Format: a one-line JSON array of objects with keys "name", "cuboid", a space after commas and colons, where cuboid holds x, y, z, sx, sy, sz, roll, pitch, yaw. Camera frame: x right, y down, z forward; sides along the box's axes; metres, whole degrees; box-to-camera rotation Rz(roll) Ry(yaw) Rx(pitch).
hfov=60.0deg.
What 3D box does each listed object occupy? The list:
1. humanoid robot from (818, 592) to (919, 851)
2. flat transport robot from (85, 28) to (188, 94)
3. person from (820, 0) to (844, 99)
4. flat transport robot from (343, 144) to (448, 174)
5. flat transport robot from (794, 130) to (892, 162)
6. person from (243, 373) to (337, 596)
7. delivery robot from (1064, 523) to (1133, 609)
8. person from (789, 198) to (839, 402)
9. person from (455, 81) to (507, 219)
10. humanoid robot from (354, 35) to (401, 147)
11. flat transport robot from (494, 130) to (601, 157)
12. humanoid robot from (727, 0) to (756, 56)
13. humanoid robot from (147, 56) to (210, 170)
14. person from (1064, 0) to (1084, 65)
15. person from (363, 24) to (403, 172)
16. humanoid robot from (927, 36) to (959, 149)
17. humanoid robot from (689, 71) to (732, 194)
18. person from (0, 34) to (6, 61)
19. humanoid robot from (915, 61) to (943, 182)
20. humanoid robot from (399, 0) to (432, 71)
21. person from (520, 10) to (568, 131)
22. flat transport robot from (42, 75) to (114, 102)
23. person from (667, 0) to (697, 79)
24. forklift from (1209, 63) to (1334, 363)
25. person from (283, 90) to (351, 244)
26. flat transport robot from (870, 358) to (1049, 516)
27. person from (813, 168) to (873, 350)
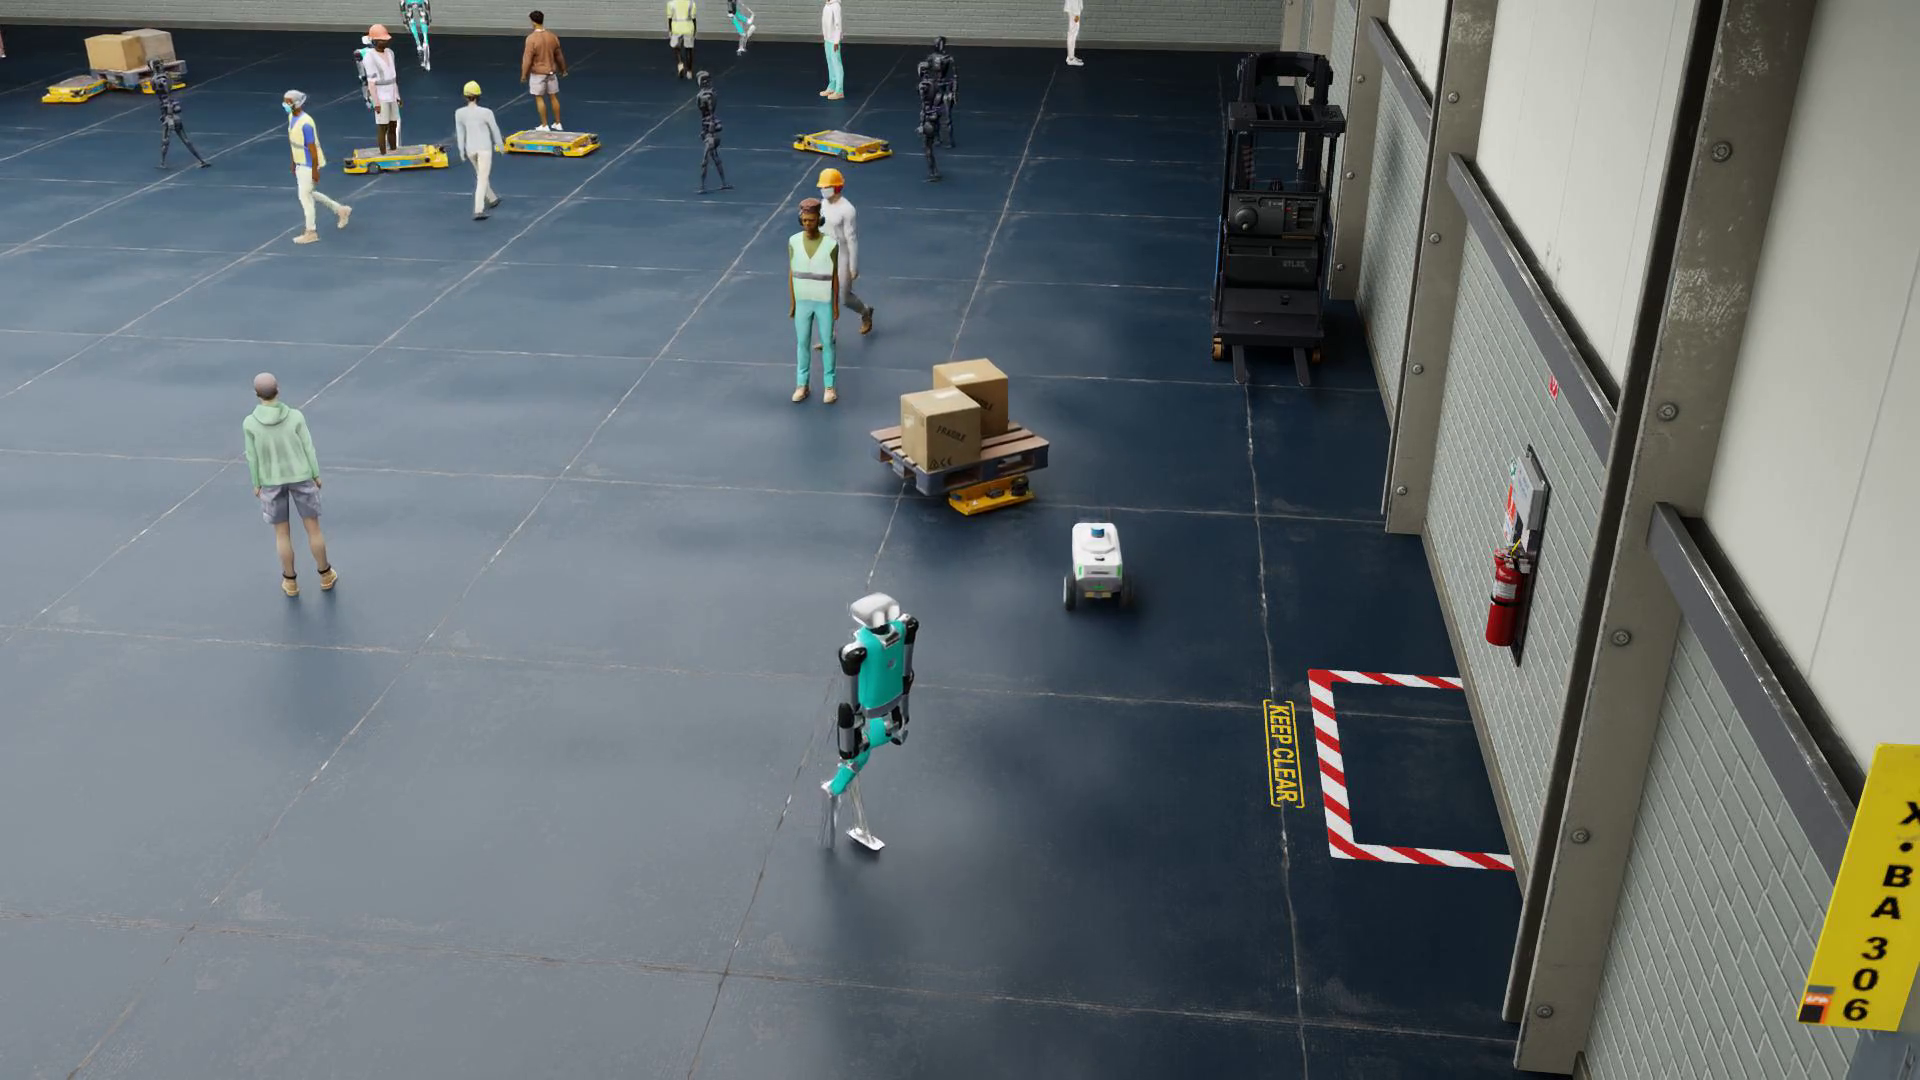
[{"name": "humanoid robot", "cuboid": [-0.613, 1.090, 9.456, 0.733, 1.897, 0.539, 22, 34, 37]}, {"name": "flat transport robot", "cuboid": [-14.379, -8.023, 29.156, 1.431, 0.231, 0.659, 12, 29, 23]}, {"name": "person", "cuboid": [-2.165, -8.481, 28.232, 0.382, 1.917, 0.487, -14, 30, -26]}, {"name": "flat transport robot", "cuboid": [-8.212, -5.544, 24.207, 1.431, 0.231, 0.659, -8, 28, -16]}, {"name": "flat transport robot", "cuboid": [-1.761, -5.917, 24.950, 1.431, 0.231, 0.659, 21, 33, 35]}, {"name": "person", "cuboid": [-4.979, -0.406, 12.305, 0.472, 1.742, 0.341, -10, 28, -19]}, {"name": "delivery robot", "cuboid": [1.027, 0.164, 12.483, 0.499, 0.587, 0.782, 0, 27, 1]}, {"name": "person", "cuboid": [-1.385, -2.277, 15.784, 0.507, 1.979, 0.386, 3, 27, 6]}, {"name": "person", "cuboid": [-6.258, -5.096, 21.690, 0.536, 1.712, 0.930, 6, 27, 13]}, {"name": "humanoid robot", "cuboid": [-8.553, -6.621, 24.643, 0.545, 1.751, 0.684, -3, 27, -6]}, {"name": "flat transport robot", "cuboid": [-6.220, -5.983, 25.082, 1.431, 0.231, 0.659, 6, 27, 12]}, {"name": "humanoid robot", "cuboid": [-4.174, -10.089, 31.750, 0.728, 1.878, 0.542, -1, 27, -2]}, {"name": "humanoid robot", "cuboid": [-11.308, -6.099, 23.801, 0.786, 1.629, 0.601, -19, 32, -32]}, {"name": "person", "cuboid": [2.129, -9.817, 30.941, 0.394, 1.878, 0.510, 0, 27, 1]}, {"name": "person", "cuboid": [-8.191, -6.329, 23.795, 0.389, 2.044, 0.607, 8, 28, 16]}, {"name": "humanoid robot", "cuboid": [-0.256, -6.754, 25.048, 0.604, 1.648, 0.310, 16, 31, 29]}, {"name": "humanoid robot", "cuboid": [-3.472, -5.571, 22.710, 0.670, 1.631, 0.613, -10, 28, -18]}, {"name": "person", "cuboid": [-18.352, -9.982, 31.255, 0.428, 1.893, 0.683, -1, 27, -2]}, {"name": "humanoid robot", "cuboid": [-0.423, -5.843, 23.241, 0.354, 1.646, 0.596, 6, 27, 11]}, {"name": "humanoid robot", "cuboid": [-9.931, -9.438, 30.428, 0.557, 1.836, 0.833, -8, 28, -16]}, {"name": "person", "cuboid": [-6.477, -7.326, 26.003, 0.456, 1.843, 0.810, 23, 35, 39]}, {"name": "flat transport robot", "cuboid": [-15.168, -7.786, 28.683, 0.659, 0.231, 1.431, 0, 27, 0]}, {"name": "person", "cuboid": [-4.940, -9.089, 29.696, 0.541, 1.681, 0.378, -7, 27, -13]}, {"name": "forklift", "cuboid": [3.241, -3.477, 17.183, 1.129, 2.768, 1.873, 3, 27, 6]}, {"name": "person", "cuboid": [-8.056, -4.657, 20.653, 0.738, 1.868, 0.538, -19, 32, -33]}, {"name": "flat transport robot", "cuboid": [-0.026, -0.608, 14.353, 0.659, 0.231, 1.431, -15, 30, -27]}, {"name": "person", "cuboid": [-1.235, -2.926, 17.192, 0.579, 1.870, 0.739, 19, 32, 32]}]
